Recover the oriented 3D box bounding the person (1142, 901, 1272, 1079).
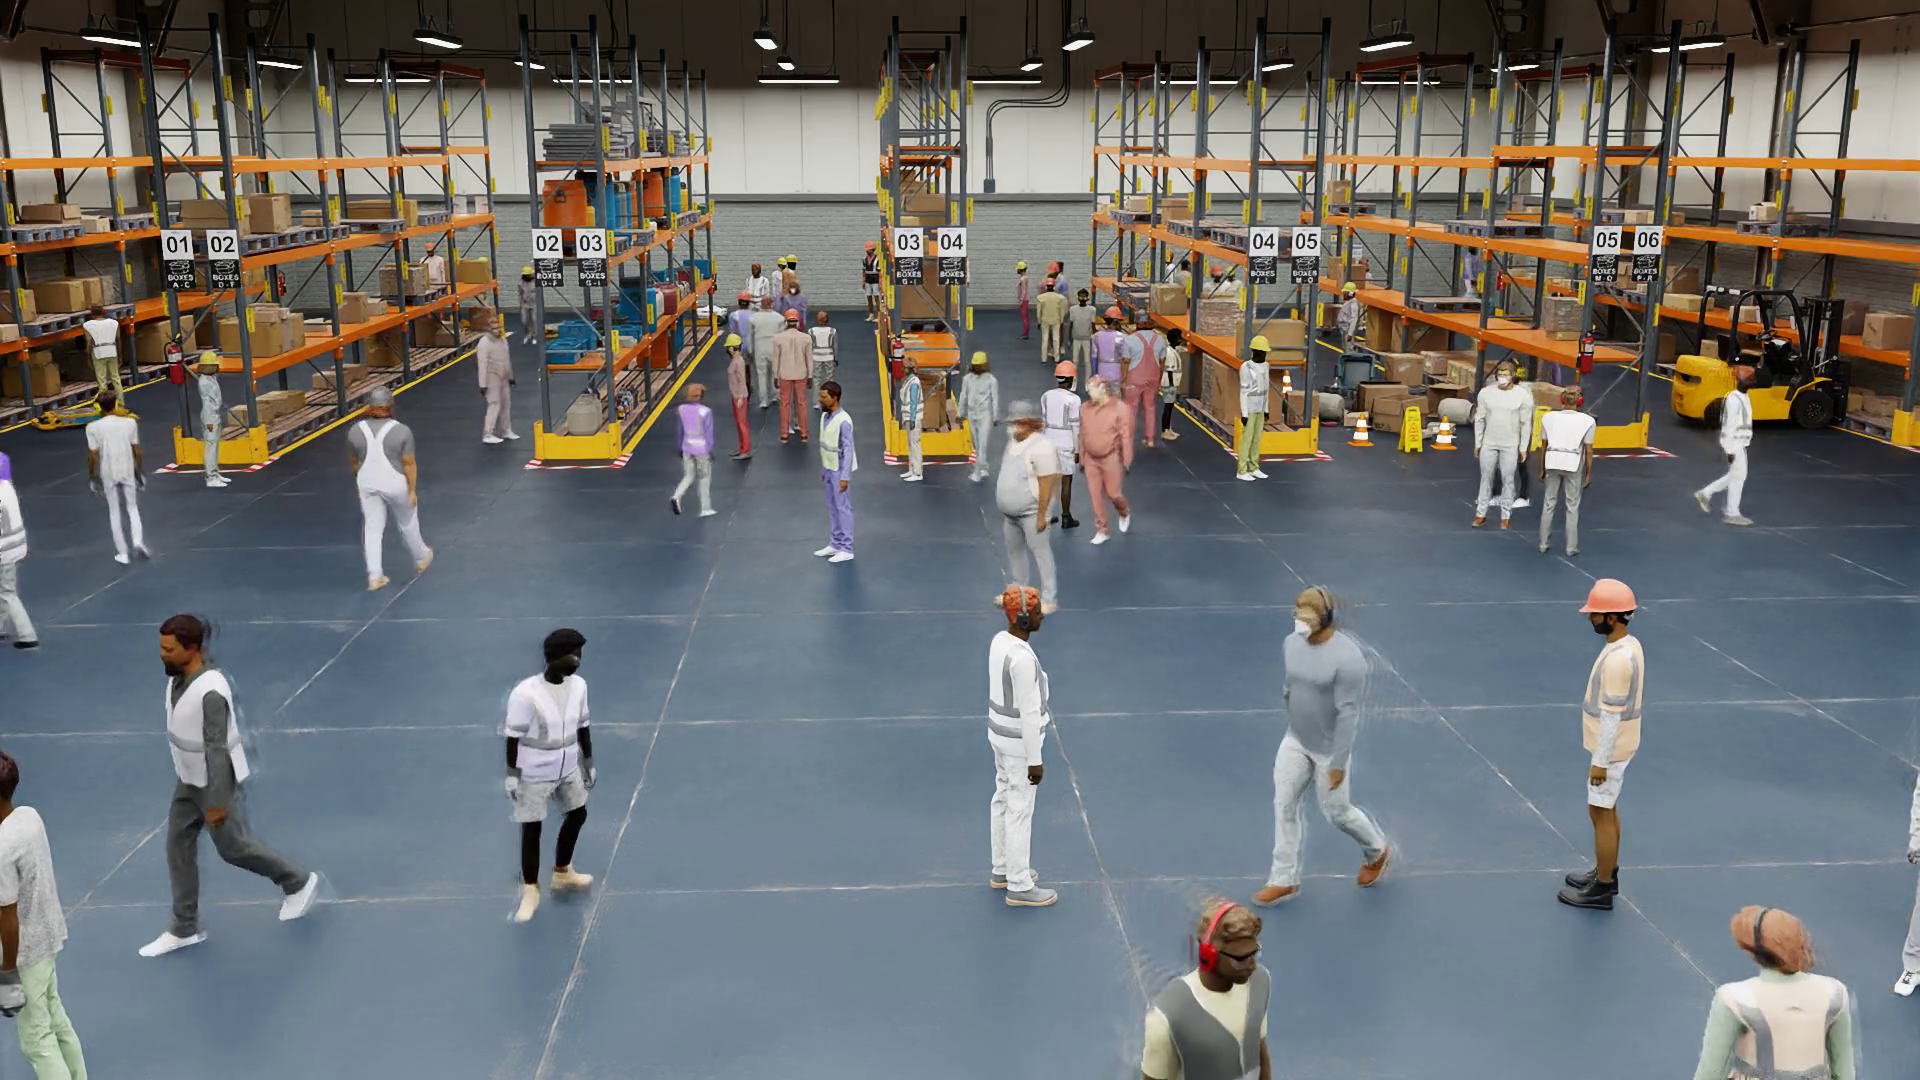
[{"bbox_3d":[0.858,2.093,5.939,0.575,1.796,0.980,-12,18,-42],"label":"person"}]

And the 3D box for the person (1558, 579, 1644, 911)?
[{"bbox_3d":[3.702,1.168,9.577,0.386,1.924,0.548,6,15,24],"label":"person"}]

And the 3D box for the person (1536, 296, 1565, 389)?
[{"bbox_3d":[10.608,-3.520,29.874,0.585,1.718,0.805,-2,13,-7],"label":"person"}]

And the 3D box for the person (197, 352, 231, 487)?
[{"bbox_3d":[-9.675,-1.570,21.555,0.322,1.742,0.493,-3,14,-13],"label":"person"}]

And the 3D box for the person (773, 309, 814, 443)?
[{"bbox_3d":[-2.475,-2.436,24.708,0.609,1.986,0.402,-3,14,-14],"label":"person"}]

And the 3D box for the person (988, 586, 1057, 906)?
[{"bbox_3d":[0.346,1.179,9.612,0.356,1.883,0.574,-4,14,-17],"label":"person"}]

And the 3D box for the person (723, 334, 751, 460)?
[{"bbox_3d":[-3.139,-2.008,23.363,0.328,1.767,0.532,-4,14,-17],"label":"person"}]

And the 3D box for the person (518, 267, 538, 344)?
[{"bbox_3d":[-9.582,-5.217,37.048,0.501,1.730,0.418,-1,13,-4],"label":"person"}]

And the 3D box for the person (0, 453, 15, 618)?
[{"bbox_3d":[-9.054,-0.209,15.372,0.704,1.937,0.542,0,13,-2],"label":"person"}]

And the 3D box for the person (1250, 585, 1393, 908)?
[{"bbox_3d":[2.127,1.170,9.611,0.869,1.912,0.631,-9,16,-33],"label":"person"}]

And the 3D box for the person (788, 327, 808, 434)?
[{"bbox_3d":[-2.543,-2.460,25.544,0.311,1.642,0.513,10,17,37],"label":"person"}]

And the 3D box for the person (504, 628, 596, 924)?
[{"bbox_3d":[-2.359,1.324,9.469,0.318,1.670,0.622,10,17,37],"label":"person"}]

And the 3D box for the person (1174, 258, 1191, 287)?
[{"bbox_3d":[5.100,-5.480,37.906,0.535,1.847,0.445,-2,13,-9],"label":"person"}]

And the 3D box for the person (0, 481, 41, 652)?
[{"bbox_3d":[-8.346,0.126,14.339,0.645,1.761,0.653,-2,13,-9],"label":"person"}]

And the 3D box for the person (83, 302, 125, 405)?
[{"bbox_3d":[-14.034,-2.974,27.294,0.381,1.839,0.566,11,17,40],"label":"person"}]

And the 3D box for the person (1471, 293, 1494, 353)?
[{"bbox_3d":[10.389,-4.339,33.321,0.563,1.728,0.591,-2,13,-7],"label":"person"}]

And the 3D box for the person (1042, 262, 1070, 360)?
[{"bbox_3d":[1.946,-4.749,34.493,0.679,2.007,0.690,-13,18,-43],"label":"person"}]

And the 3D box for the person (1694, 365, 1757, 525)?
[{"bbox_3d":[8.981,-1.116,19.367,0.597,1.865,0.591,9,16,33],"label":"person"}]

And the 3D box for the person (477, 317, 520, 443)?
[{"bbox_3d":[-6.880,-2.384,24.726,0.407,1.885,0.716,3,14,14],"label":"person"}]

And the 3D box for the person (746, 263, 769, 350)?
[{"bbox_3d":[-4.383,-5.026,35.902,0.575,1.883,0.355,6,14,23],"label":"person"}]

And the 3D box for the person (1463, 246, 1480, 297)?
[{"bbox_3d":[13.646,-6.993,44.402,0.434,1.803,0.680,8,15,30],"label":"person"}]

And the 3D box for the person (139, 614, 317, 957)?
[{"bbox_3d":[-4.067,1.298,9.106,0.602,1.890,0.894,13,18,43],"label":"person"}]

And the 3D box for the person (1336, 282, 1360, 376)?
[{"bbox_3d":[7.339,-3.959,31.484,0.404,1.833,0.590,0,13,0],"label":"person"}]

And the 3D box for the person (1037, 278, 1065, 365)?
[{"bbox_3d":[1.829,-4.412,33.580,0.560,1.749,0.329,1,13,4],"label":"person"}]

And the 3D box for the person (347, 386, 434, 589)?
[{"bbox_3d":[-5.740,-0.590,16.768,0.705,2.000,1.042,1,13,3],"label":"person"}]

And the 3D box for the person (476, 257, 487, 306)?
[{"bbox_3d":[-11.440,-5.897,39.876,0.363,1.757,0.544,-10,16,-36],"label":"person"}]

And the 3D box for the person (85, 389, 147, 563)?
[{"bbox_3d":[-8.885,-0.669,17.516,0.538,1.849,0.383,-10,17,-37],"label":"person"}]

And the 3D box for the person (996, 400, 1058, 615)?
[{"bbox_3d":[0.605,-0.330,15.666,0.547,2.000,0.729,-7,15,-26],"label":"person"}]

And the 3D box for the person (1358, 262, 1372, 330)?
[{"bbox_3d":[9.683,-5.866,39.988,0.508,1.632,0.265,-10,16,-35],"label":"person"}]

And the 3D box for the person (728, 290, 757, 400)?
[{"bbox_3d":[-3.748,-3.354,28.745,0.585,1.910,0.405,-7,15,-26],"label":"person"}]

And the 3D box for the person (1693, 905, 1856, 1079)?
[{"bbox_3d":[2.996,2.142,6.105,0.531,1.606,0.487,-2,13,-8],"label":"person"}]

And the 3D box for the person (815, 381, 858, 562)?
[{"bbox_3d":[-1.298,-0.731,17.625,0.395,1.919,0.590,-7,15,-27],"label":"person"}]
